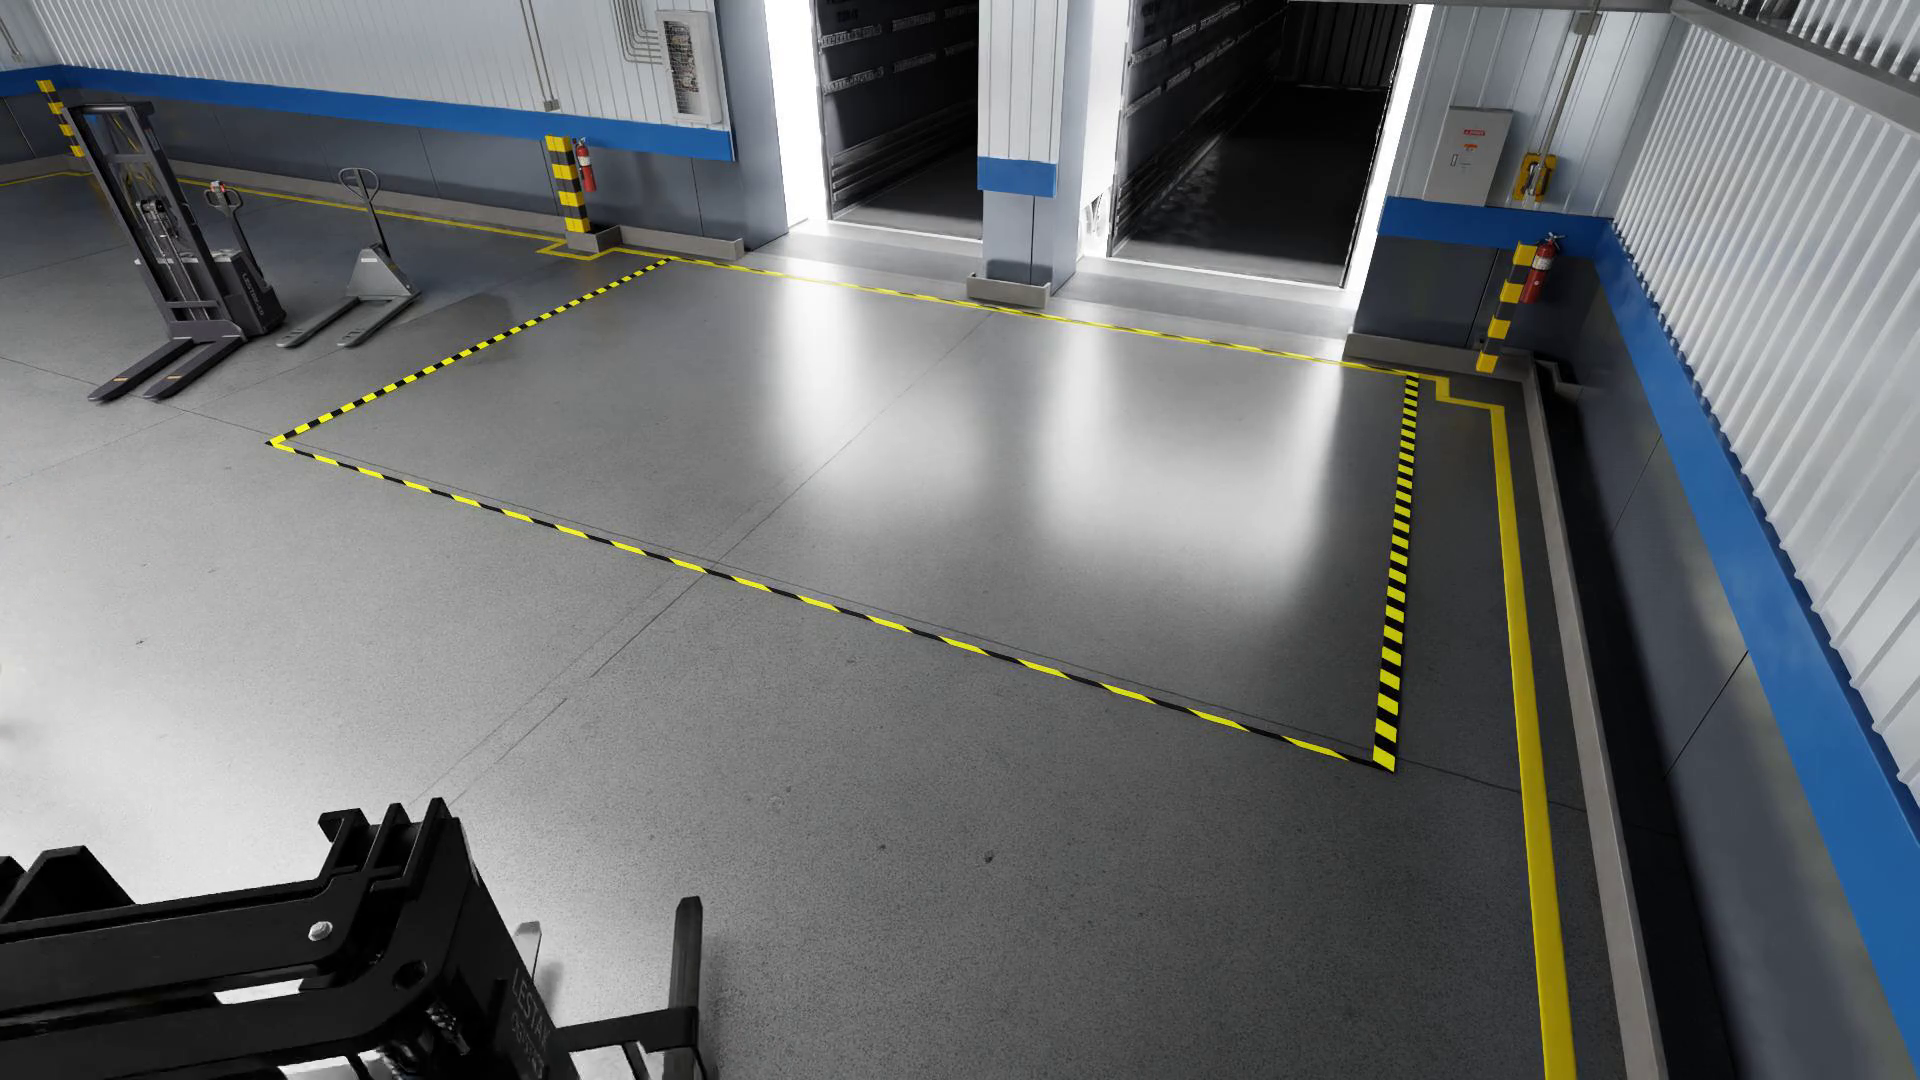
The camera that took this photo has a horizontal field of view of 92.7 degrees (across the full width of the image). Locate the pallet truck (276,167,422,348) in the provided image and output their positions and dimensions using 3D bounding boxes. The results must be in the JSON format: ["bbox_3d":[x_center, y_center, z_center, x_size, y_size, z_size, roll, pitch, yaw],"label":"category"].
[{"bbox_3d":[-5.732,-2.611,8.414,0.680,1.201,1.601,-1,35,-1],"label":"pallet truck"}]

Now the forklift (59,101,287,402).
[{"bbox_3d":[-6.686,-2.387,7.434,0.823,1.965,1.885,-3,35,-5],"label":"forklift"}]

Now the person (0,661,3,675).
[{"bbox_3d":[-4.962,0.144,3.960,0.645,1.823,0.651,-27,43,-33],"label":"person"}]

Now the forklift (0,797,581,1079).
[{"bbox_3d":[-0.897,1.916,0.968,1.157,2.036,2.680,-6,35,-8],"label":"forklift"}]
